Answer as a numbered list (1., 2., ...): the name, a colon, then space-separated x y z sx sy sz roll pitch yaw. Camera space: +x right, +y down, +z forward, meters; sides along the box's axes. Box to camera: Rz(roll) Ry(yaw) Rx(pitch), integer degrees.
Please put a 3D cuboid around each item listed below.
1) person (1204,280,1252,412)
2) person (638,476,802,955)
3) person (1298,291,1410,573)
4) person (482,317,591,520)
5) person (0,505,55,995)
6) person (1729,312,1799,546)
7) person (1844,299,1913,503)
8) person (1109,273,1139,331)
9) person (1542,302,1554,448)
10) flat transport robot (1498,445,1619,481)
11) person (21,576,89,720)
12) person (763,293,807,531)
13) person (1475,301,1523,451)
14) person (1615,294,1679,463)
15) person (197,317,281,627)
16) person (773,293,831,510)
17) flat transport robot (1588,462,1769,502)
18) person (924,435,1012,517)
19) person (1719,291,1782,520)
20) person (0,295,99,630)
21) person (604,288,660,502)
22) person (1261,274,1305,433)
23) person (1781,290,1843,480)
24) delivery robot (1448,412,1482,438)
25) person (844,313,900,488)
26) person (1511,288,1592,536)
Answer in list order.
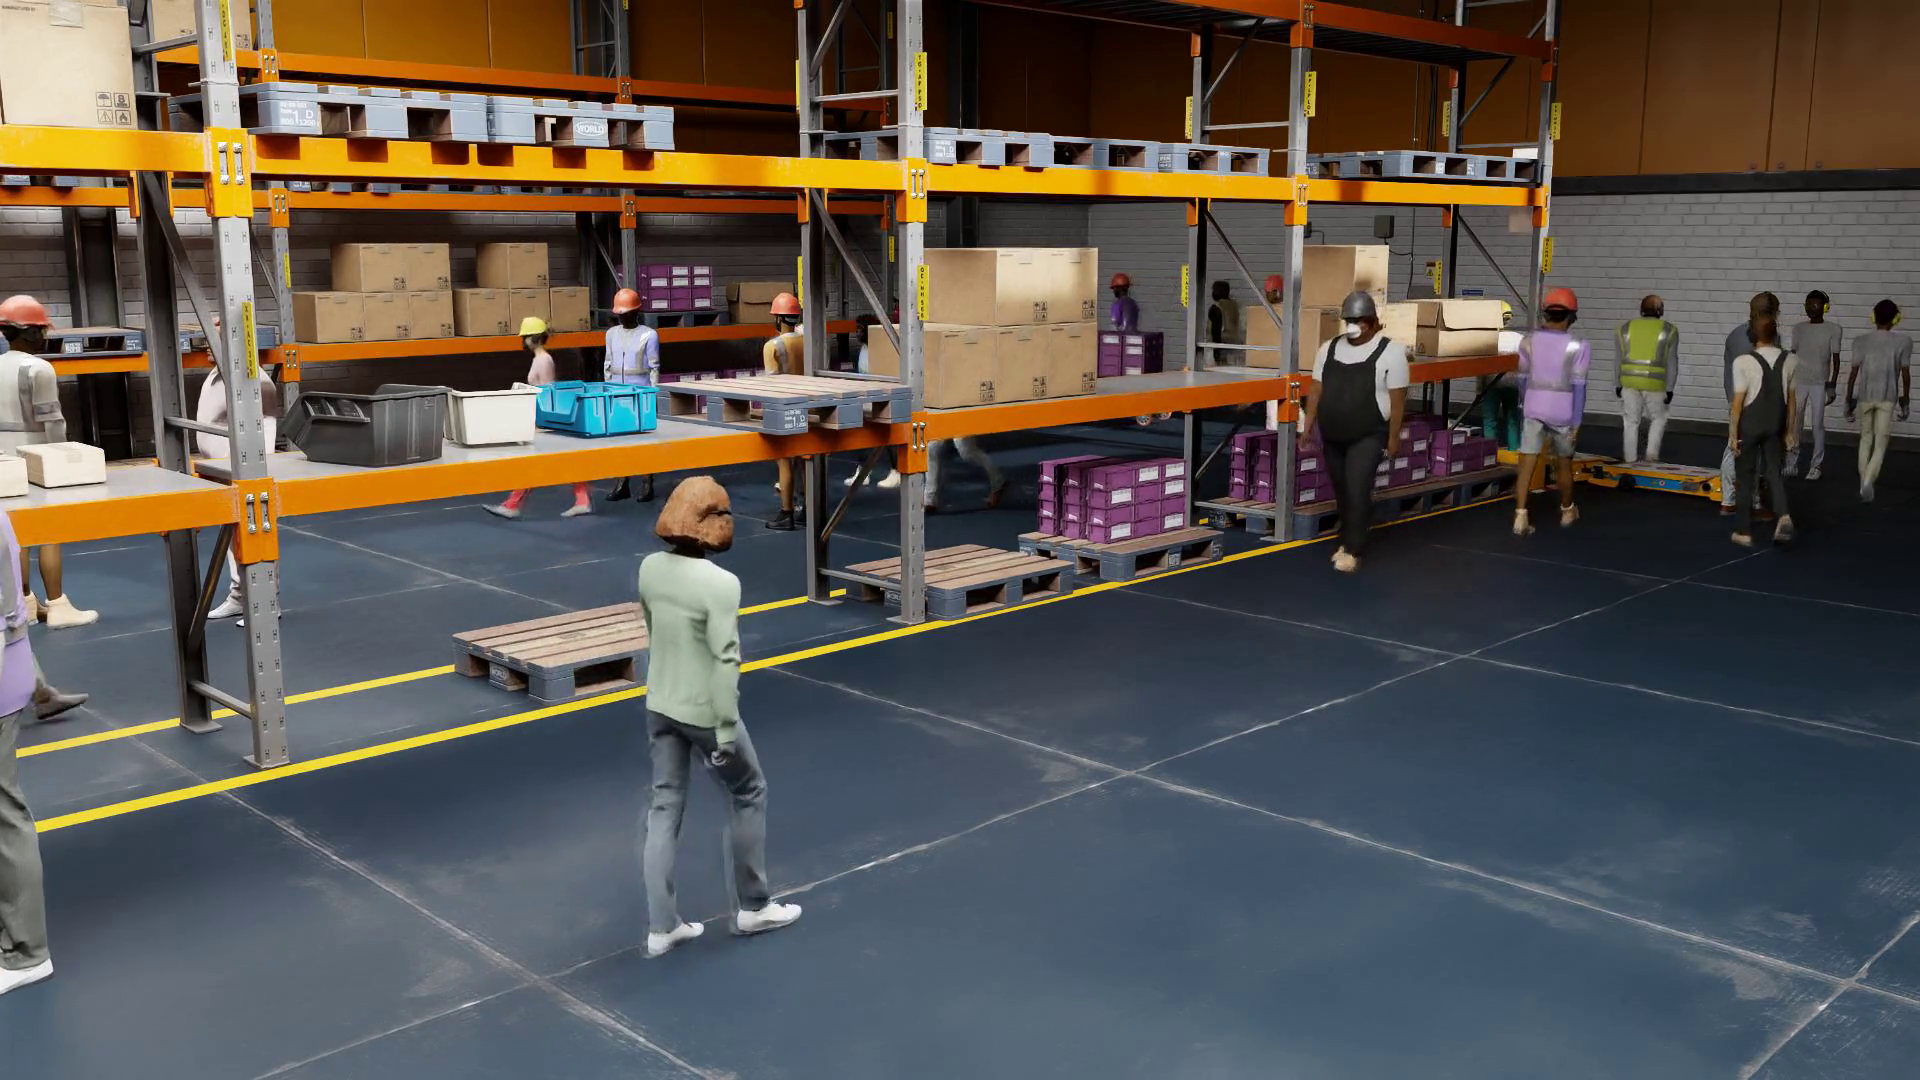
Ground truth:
1. person: 3.597 -2.630 22.659 0.944 1.802 0.639 9 13 39
2. person: -0.843 0.577 5.663 0.515 1.611 0.661 8 13 36
3. person: 2.791 -0.799 12.002 0.701 2.000 0.843 10 14 42
4. person: -3.587 -1.016 14.068 0.926 1.710 0.529 -3 11 -15
5. person: -3.136 0.498 5.276 0.388 1.935 0.595 -7 12 -33
6. person: 6.151 -0.821 12.715 0.540 1.827 0.648 0 10 3
7. person: 8.341 -1.267 15.140 0.506 1.835 0.860 8 13 39
8. person: 2.279 -2.598 22.199 0.787 1.901 0.596 7 12 32
9. person: 6.470 -1.790 18.205 0.579 1.735 0.541 -1 10 -6
10. flat transport robot: 5.881 -0.783 16.745 0.652 0.197 1.431 -5 12 -25
11. person: -4.662 0.158 7.975 0.847 1.593 0.538 -7 13 -34
12. person: -1.403 -1.042 13.609 0.359 1.939 0.542 9 14 42
13. person: 5.391 -1.511 16.668 0.530 1.761 0.348 -3 11 -17
14. person: 6.879 -1.549 16.698 0.642 1.820 0.497 8 13 36
15. person: -4.490 -0.420 10.299 0.639 1.910 0.406 8 13 38
16. person: -1.323 -1.220 14.549 0.426 1.941 0.591 -7 13 -34
17. flat transport robot: 6.707 -0.564 15.550 0.652 0.197 1.431 -8 13 -37
18. person: 0.012 -1.146 14.313 0.944 1.901 0.618 -8 13 -38
19. person: 6.737 -1.137 14.138 0.372 1.934 0.627 -2 11 -11
20. person: -5.658 -0.468 10.184 0.605 2.046 0.376 5 11 24
21. person: -2.977 -1.303 15.043 0.543 1.933 0.363 3 11 16
22. person: 3.690 -2.048 19.010 0.752 1.970 0.627 -4 11 -21
23. person: 8.407 -1.530 16.453 0.324 1.871 0.526 -8 13 -38
24. delivery robot: 5.088 -1.099 17.437 0.477 0.478 0.707 -10 14 -43
25. person: -0.847 -1.307 15.754 0.690 1.661 0.555 -5 11 -23
26. person: 4.778 -1.030 13.436 0.610 1.989 1.093 8 13 37
